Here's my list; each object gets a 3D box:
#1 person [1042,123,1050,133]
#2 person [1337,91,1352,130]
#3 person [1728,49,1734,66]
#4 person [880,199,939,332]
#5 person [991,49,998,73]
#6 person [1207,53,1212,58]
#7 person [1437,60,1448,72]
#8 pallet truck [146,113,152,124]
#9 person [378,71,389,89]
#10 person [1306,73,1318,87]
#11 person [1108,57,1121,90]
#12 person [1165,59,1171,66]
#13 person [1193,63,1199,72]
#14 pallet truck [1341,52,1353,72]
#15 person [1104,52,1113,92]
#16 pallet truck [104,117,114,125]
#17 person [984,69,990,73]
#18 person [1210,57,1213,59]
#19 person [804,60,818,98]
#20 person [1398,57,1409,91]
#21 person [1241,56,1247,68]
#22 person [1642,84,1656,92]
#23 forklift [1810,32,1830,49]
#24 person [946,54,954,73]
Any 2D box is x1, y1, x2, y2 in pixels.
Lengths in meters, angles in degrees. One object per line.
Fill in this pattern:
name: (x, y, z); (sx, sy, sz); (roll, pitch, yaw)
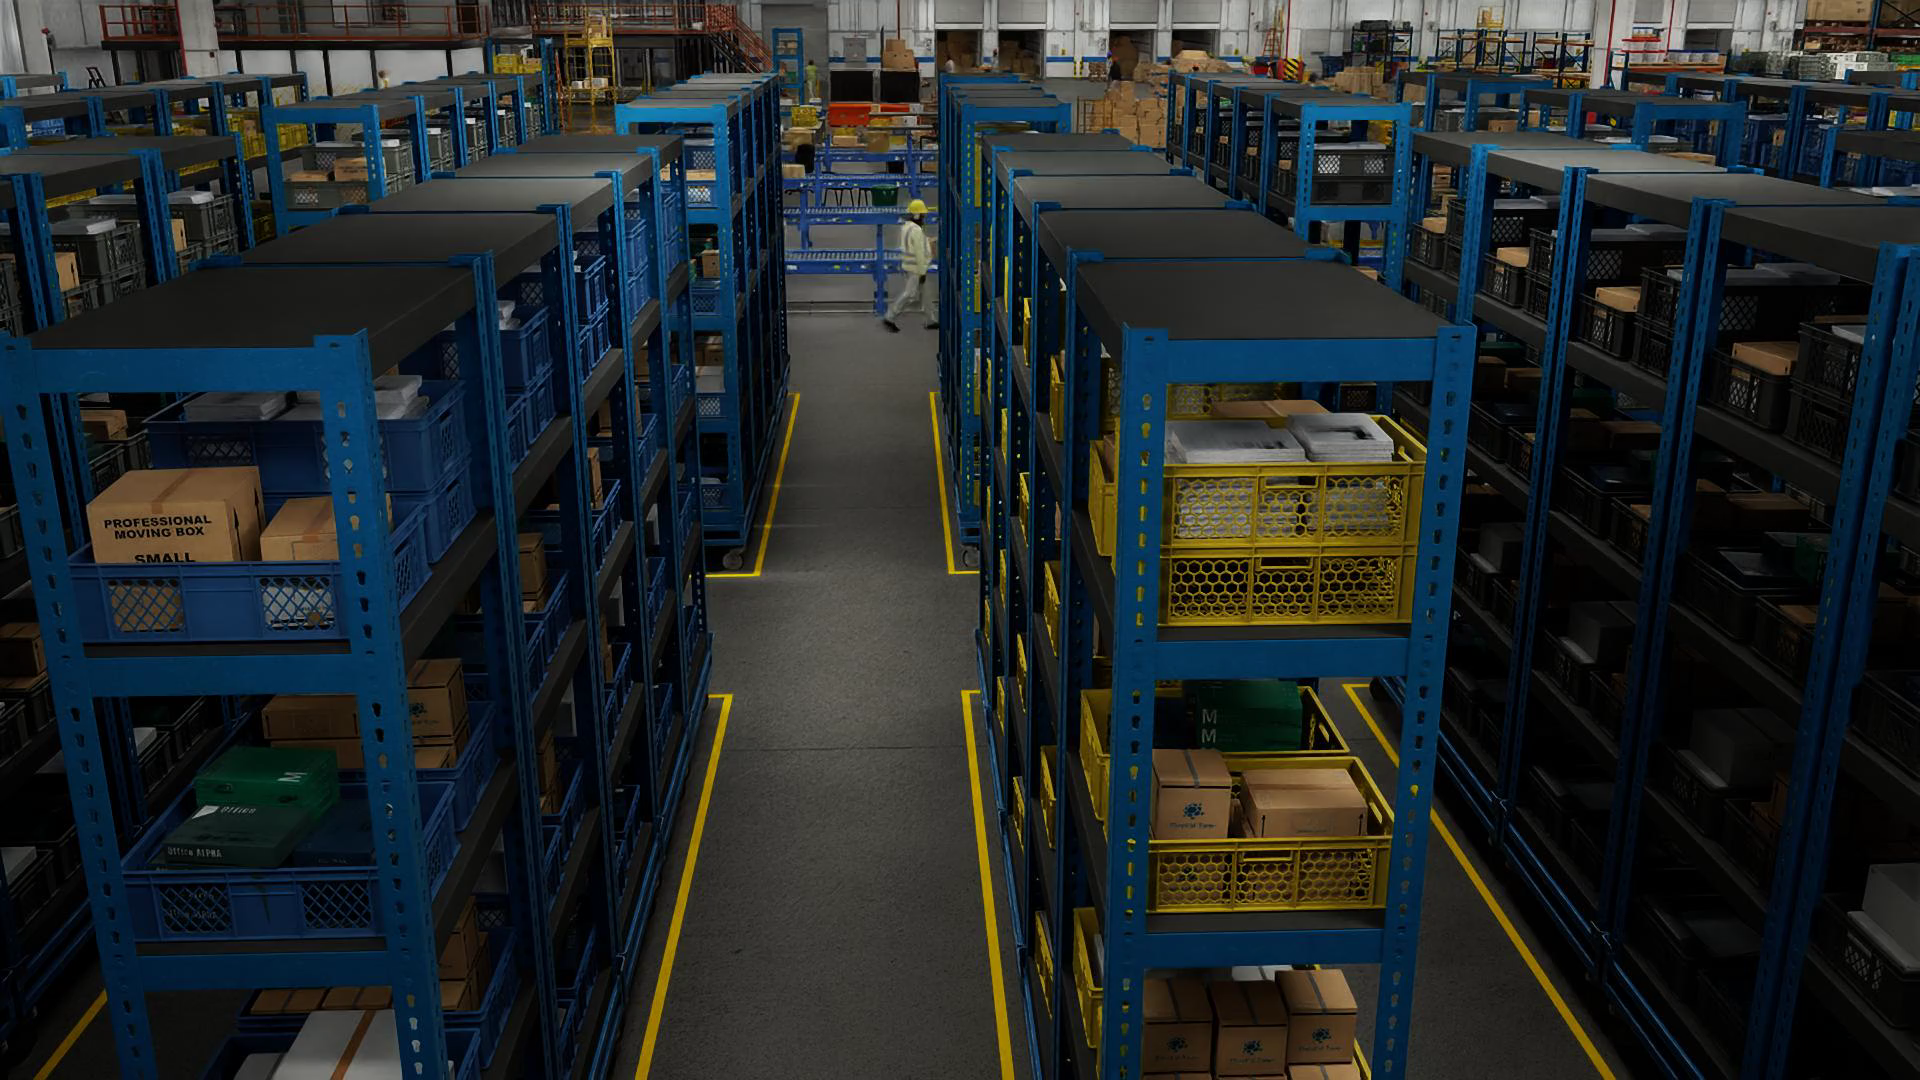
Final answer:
person: (2.567, -11.897, 47.949); (0.521, 1.709, 0.934); (-11, 21, -30)
person: (11.968, -13.062, 51.580); (0.548, 1.685, 0.425); (1, 18, 3)
person: (41.720, -25.666, 90.221); (0.387, 1.929, 0.695); (3, 18, 8)
person: (-0.648, -3.688, 22.421); (0.902, 1.796, 0.604); (-3, 18, -9)
person: (1.819, -25.537, 89.830); (0.681, 1.922, 0.548); (12, 21, 32)
person: (12.396, -23.242, 82.733); (0.572, 1.904, 0.616); (-6, 19, -17)
person: (22.477, -21.486, 77.555); (0.524, 1.756, 0.455); (-2, 18, -5)
pallet truck: (-18.087, -8.309, 36.390); (1.885, 1.965, 0.823); (-1, 18, -4)
person: (-21.805, -16.893, 63.211); (0.936, 1.850, 0.577); (-3, 18, -10)
person: (12.093, -15.172, 57.557); (0.984, 2.000, 0.690); (0, 18, -1)
person: (7.140, -21.064, 75.932); (0.934, 1.959, 0.622); (-11, 21, -30)
person: (9.661, -21.164, 76.474); (0.837, 1.811, 0.633); (-15, 23, -38)
person: (9.271, -17.791, 65.683); (0.602, 2.035, 0.409); (5, 19, 16)
pallet truck: (18.794, -23.123, 82.231); (0.823, 1.965, 1.885); (-13, 22, -35)
person: (7.478, -23.456, 83.342); (0.389, 1.948, 0.608); (-8, 20, -23)
pallet truck: (-18.367, -7.885, 35.078); (1.885, 1.965, 0.823); (1, 18, 2)
person: (1.095, -17.419, 64.838); (0.799, 1.843, 0.531); (3, 18, 9)
person: (11.579, -21.464, 77.293); (0.986, 1.873, 0.609); (9, 20, 26)
person: (-6.815, -20.978, 75.932); (0.622, 1.791, 0.944); (-7, 19, -21)
person: (22.535, -23.660, 84.413); (0.610, 1.672, 0.360); (6, 19, 17)
person: (14.160, -23.318, 83.264); (0.617, 1.727, 0.505); (-2, 18, -5)
person: (25.659, -16.503, 61.924); (1.022, 1.884, 0.563); (-6, 19, -17)
forklift: (45.954, -25.830, 89.194); (1.129, 2.768, 1.873); (-1, 18, -2)
person: (-0.507, -22.518, 80.509); (0.715, 1.912, 0.655); (9, 20, 26)
